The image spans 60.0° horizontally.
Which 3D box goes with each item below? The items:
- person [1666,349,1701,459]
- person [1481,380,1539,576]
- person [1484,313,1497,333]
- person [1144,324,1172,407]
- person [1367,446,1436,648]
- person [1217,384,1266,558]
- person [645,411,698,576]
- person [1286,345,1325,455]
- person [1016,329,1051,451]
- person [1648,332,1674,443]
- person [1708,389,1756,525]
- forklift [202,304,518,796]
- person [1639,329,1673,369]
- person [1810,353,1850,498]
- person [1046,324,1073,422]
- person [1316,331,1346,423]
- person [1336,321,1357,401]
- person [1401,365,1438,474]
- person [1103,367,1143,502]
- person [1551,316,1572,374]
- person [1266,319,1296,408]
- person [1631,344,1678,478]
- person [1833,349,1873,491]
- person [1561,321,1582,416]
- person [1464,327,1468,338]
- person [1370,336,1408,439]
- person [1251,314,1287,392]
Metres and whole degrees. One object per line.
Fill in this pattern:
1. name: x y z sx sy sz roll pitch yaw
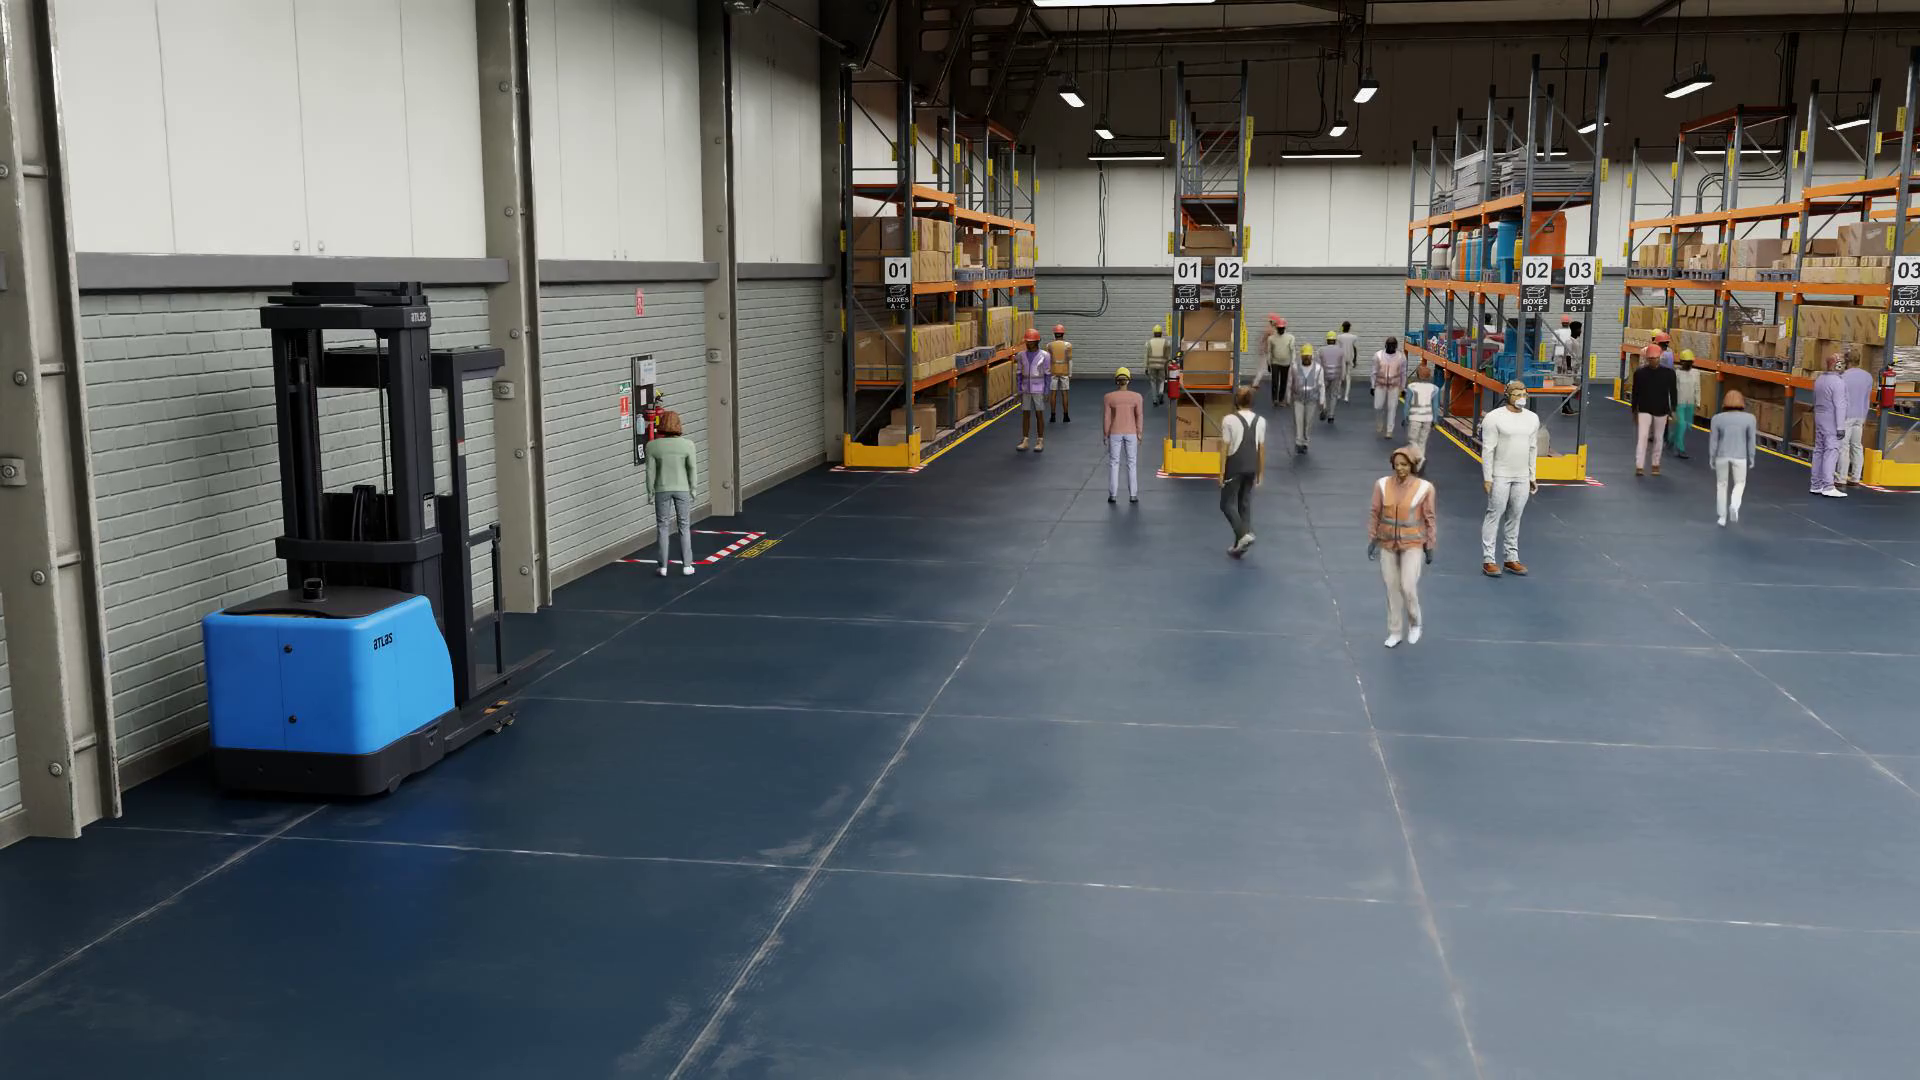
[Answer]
1. person: 11.691 -2.224 26.961 0.526 1.748 0.649 -2 9 -14
2. person: 5.457 -0.621 16.509 0.627 1.940 0.371 -3 10 -17
3. person: 13.722 -5.003 43.696 0.596 1.891 0.776 -7 12 -39
4. person: 4.386 -3.863 36.864 0.612 1.816 0.421 2 9 13
5. person: 3.514 0.062 13.280 0.513 1.626 0.376 7 12 37
6. person: 2.952 -0.706 17.373 0.530 1.828 0.487 -4 10 -21
7. person: -2.858 -0.462 16.469 0.513 1.630 0.276 -1 9 -8
8. person: 5.694 -2.311 27.393 0.617 1.781 0.948 1 9 7
9. person: 1.215 -2.503 27.806 0.609 2.040 0.394 5 10 26
10. person: 12.387 -2.704 29.409 0.382 1.930 0.540 8 12 42
11. person: 9.070 -0.961 19.563 0.520 1.618 0.495 5 10 26
12. forklift: -3.673 -0.038 10.147 1.129 2.768 1.873 1 9 9
13. person: 12.998 -2.987 31.141 0.595 1.923 0.374 1 9 8
14. person: 11.677 -1.541 22.267 0.407 1.913 0.641 0 9 -1
15. person: 1.981 -3.330 33.215 0.543 1.941 0.353 1 9 7
16. person: 7.357 -3.241 33.040 0.592 1.818 0.423 1 9 8
17. person: 8.945 -4.147 38.584 0.545 1.823 0.930 1 9 3
18. person: 6.801 -1.763 24.502 0.522 1.621 0.623 -2 9 -10
19. person: 2.119 -1.366 21.656 0.522 1.762 0.320 1 9 4
20. person: 15.075 -4.655 41.543 0.556 1.895 0.972 3 10 17
21. person: 7.089 -3.900 36.715 0.611 1.938 1.019 1 9 5
22. person: 10.168 -1.893 24.383 0.626 1.941 1.046 4 10 23
23. person: 12.219 -1.653 22.876 0.629 1.939 0.371 -3 10 -18
24. person: 12.783 -3.588 34.723 0.361 1.964 0.616 6 11 31
25. person: 12.610 -4.555 41.767 0.558 1.611 0.595 2 9 12
26. person: 7.728 -2.753 29.973 0.655 1.831 0.429 3 10 17
27. person: 7.759 -4.664 41.453 1.041 1.941 0.648 2 9 10
